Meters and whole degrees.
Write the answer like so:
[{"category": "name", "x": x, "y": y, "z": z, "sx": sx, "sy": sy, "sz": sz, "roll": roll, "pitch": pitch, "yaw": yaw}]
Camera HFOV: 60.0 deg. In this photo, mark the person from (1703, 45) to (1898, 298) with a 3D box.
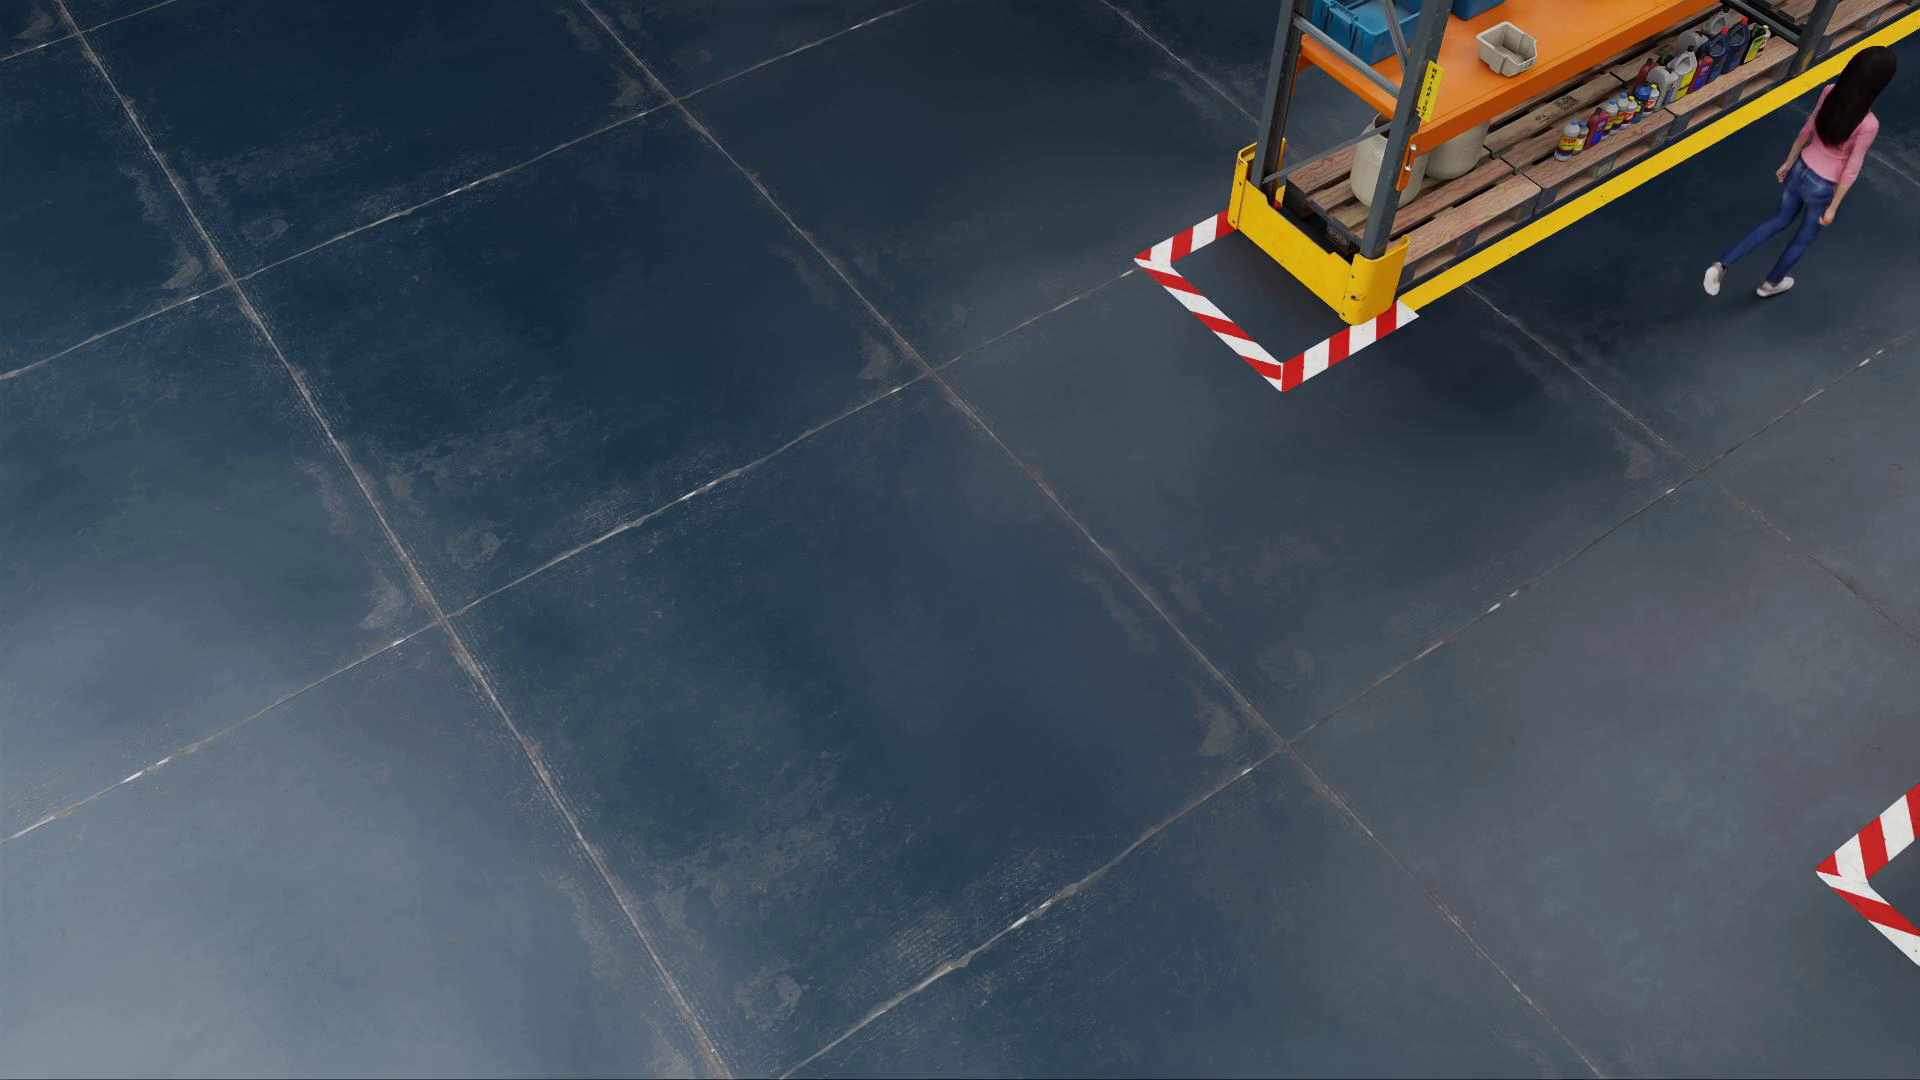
[{"category": "person", "x": 4.633, "y": -1.952, "z": 9.147, "sx": 0.986, "sy": 1.726, "sz": 0.704, "roll": -18, "pitch": 54, "yaw": -13}]
